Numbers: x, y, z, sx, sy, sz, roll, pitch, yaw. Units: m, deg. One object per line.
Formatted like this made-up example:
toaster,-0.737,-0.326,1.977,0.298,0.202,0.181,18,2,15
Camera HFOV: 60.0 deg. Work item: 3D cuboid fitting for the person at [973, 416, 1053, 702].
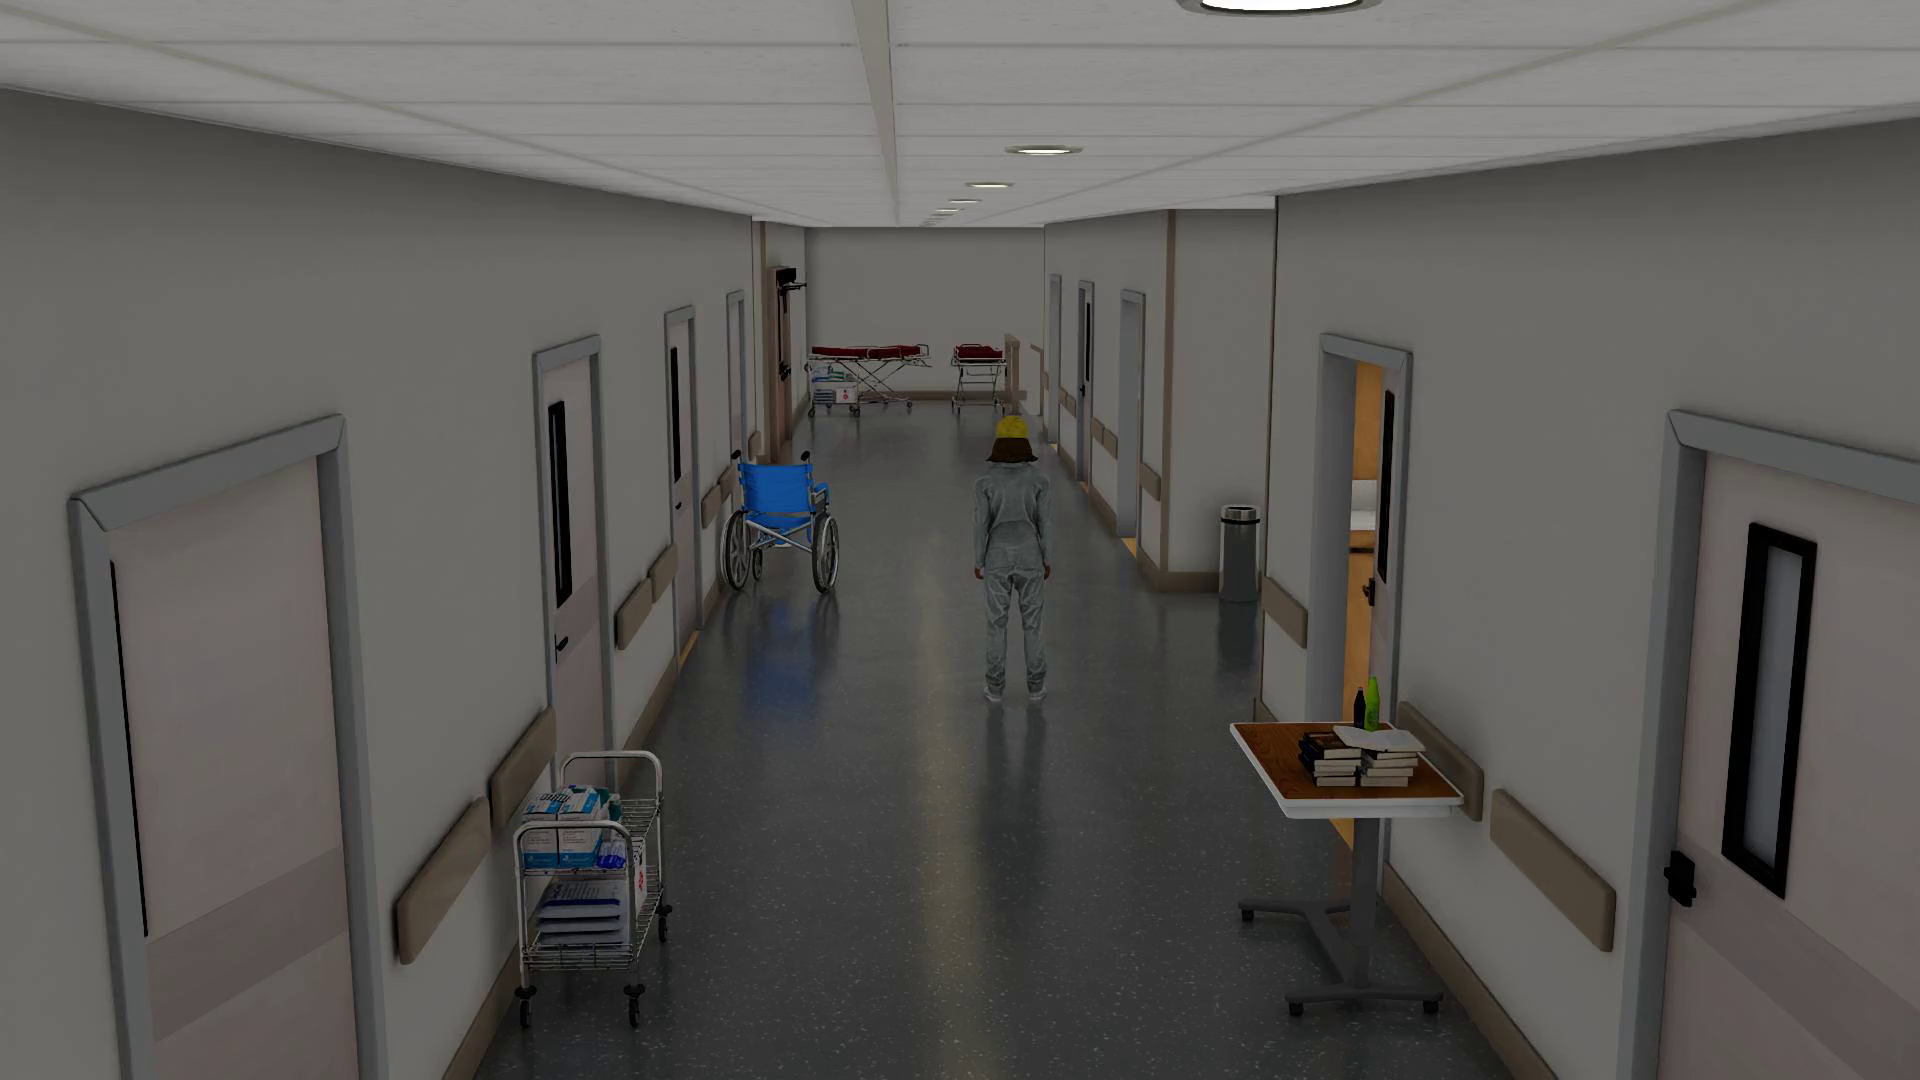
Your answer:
person,0.318,0.117,10.064,0.484,1.735,0.311,0,10,-1
